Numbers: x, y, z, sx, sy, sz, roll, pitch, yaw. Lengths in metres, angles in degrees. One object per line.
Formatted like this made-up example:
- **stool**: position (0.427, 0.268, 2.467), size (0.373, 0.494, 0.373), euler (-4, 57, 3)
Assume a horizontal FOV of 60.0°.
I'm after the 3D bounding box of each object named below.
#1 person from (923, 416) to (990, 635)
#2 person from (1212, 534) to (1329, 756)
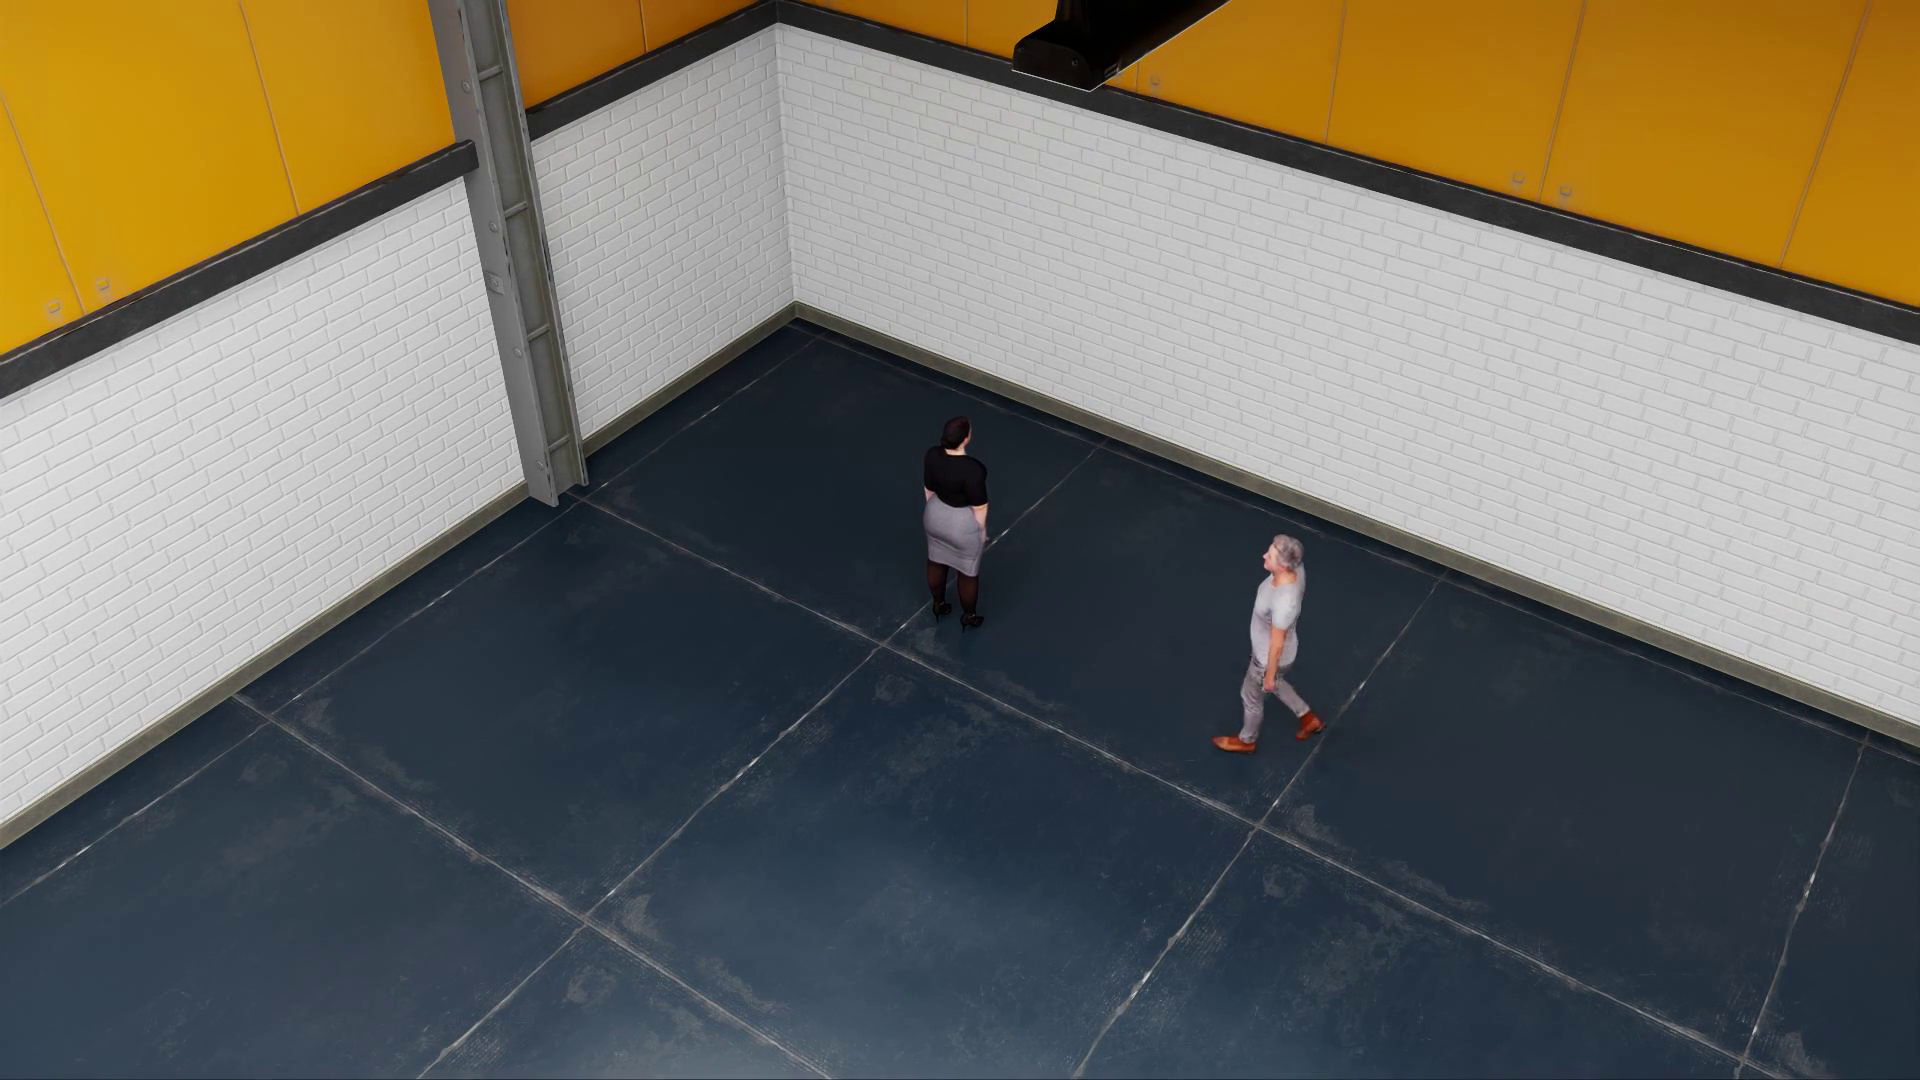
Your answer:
- **person**: position (-0.034, -0.109, 11.605), size (0.653, 1.759, 0.607), euler (25, 45, 28)
- **person**: position (2.065, 0.707, 10.536), size (0.948, 1.818, 1.001), euler (10, 40, 13)
